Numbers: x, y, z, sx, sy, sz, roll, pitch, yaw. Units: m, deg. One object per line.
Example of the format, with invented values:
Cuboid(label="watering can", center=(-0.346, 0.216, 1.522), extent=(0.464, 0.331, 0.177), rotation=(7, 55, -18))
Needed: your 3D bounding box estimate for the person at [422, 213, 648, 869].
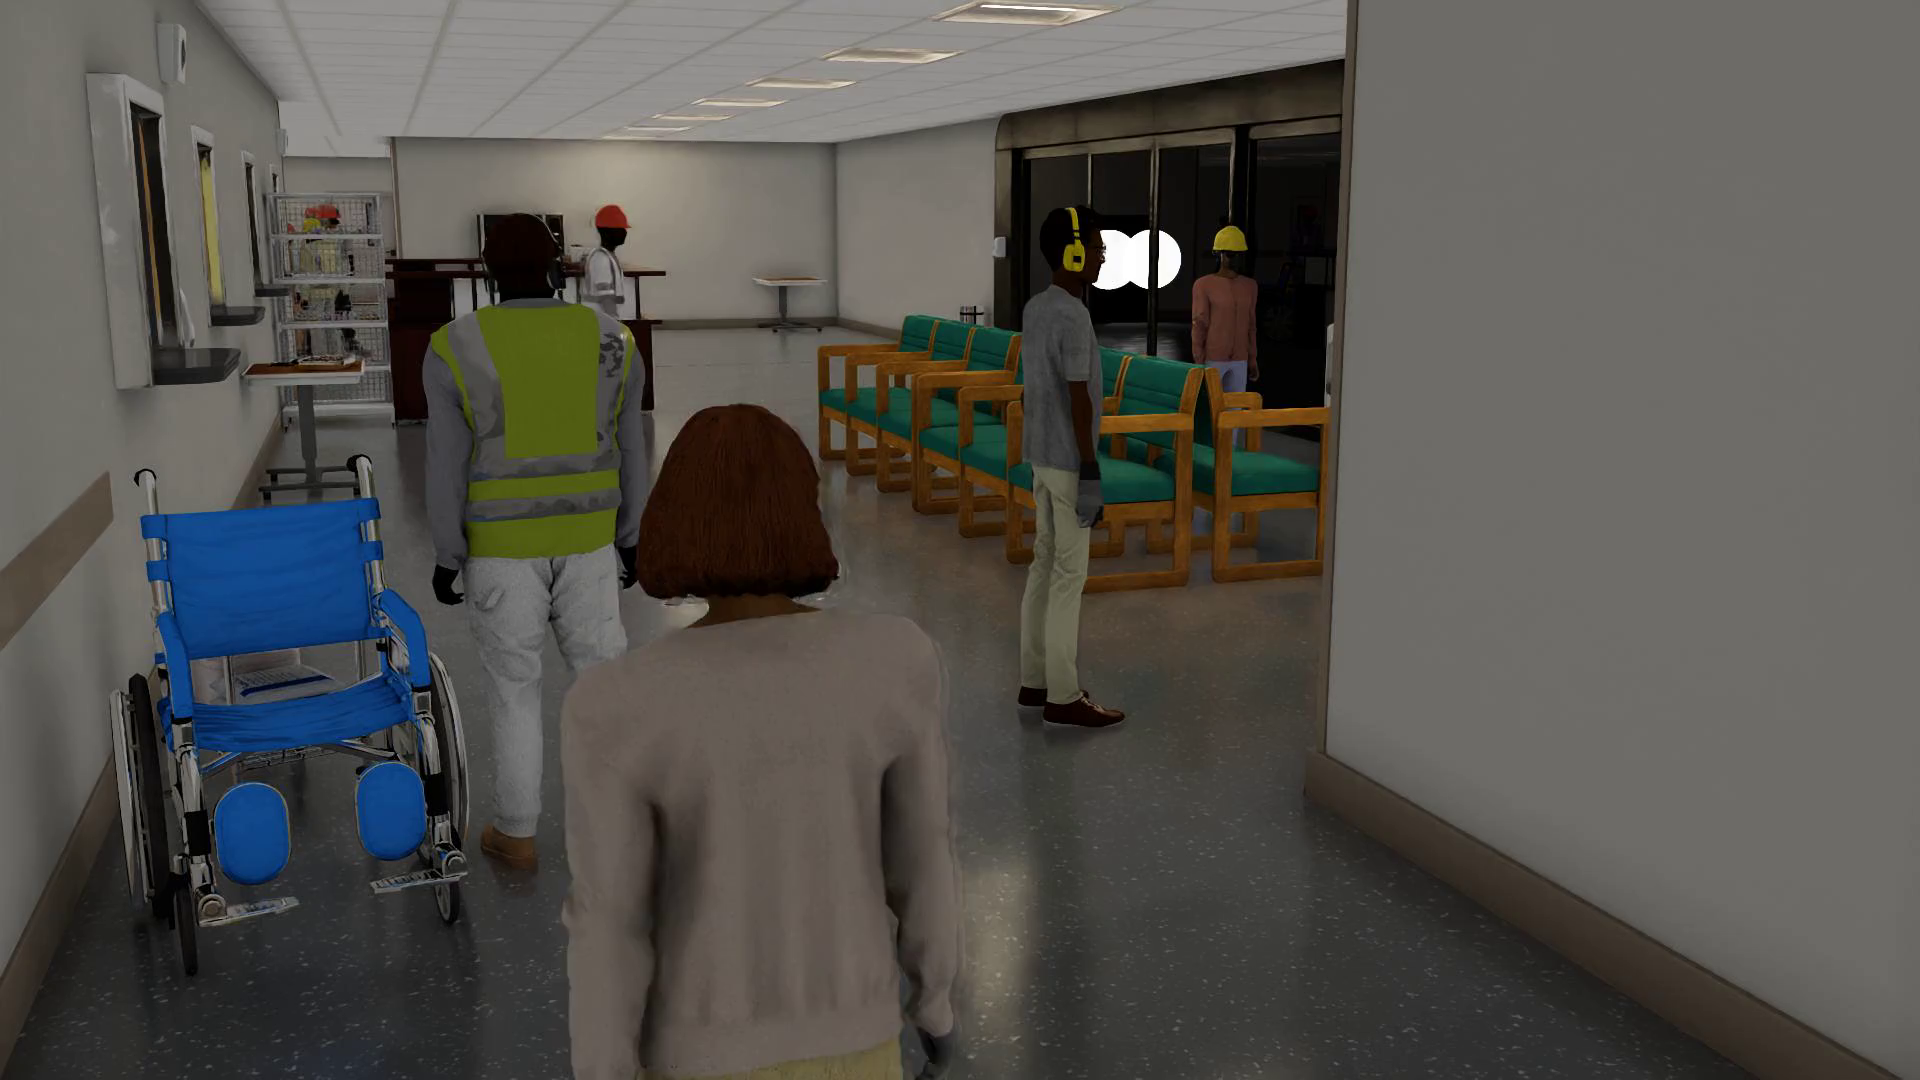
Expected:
Cuboid(label="person", center=(-1.196, 0.008, 4.725), extent=(0.634, 1.839, 0.429), rotation=(-7, 13, -31))

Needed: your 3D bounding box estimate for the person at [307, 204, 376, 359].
Cuboid(label="person", center=(-7.838, -3.209, 20.888), extent=(0.925, 1.960, 0.608), rotation=(-1, 11, -4))

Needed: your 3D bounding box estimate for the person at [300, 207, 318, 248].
Cuboid(label="person", center=(-12.715, -5.533, 32.743), extent=(0.622, 1.996, 0.370), rotation=(3, 12, 17))

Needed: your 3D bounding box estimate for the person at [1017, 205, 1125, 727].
Cuboid(label="person", center=(0.391, -0.258, 6.012), extent=(0.321, 1.871, 0.532), rotation=(-4, 12, -19))

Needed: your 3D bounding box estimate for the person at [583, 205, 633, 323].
Cuboid(label="person", center=(-2.798, -1.711, 13.349), extent=(0.578, 1.918, 0.555), rotation=(1, 11, 3))

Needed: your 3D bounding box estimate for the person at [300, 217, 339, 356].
Cuboid(label="person", center=(-7.675, -2.939, 19.915), extent=(0.403, 1.818, 0.601), rotation=(3, 12, 17))

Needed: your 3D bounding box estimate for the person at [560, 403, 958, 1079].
Cuboid(label="person", center=(-0.211, 0.643, 2.045), extent=(0.517, 1.607, 0.665), rotation=(-4, 12, -20))

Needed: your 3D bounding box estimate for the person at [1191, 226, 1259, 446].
Cuboid(label="person", center=(1.768, -1.192, 11.071), extent=(0.523, 1.769, 0.313), rotation=(-6, 12, -28))
